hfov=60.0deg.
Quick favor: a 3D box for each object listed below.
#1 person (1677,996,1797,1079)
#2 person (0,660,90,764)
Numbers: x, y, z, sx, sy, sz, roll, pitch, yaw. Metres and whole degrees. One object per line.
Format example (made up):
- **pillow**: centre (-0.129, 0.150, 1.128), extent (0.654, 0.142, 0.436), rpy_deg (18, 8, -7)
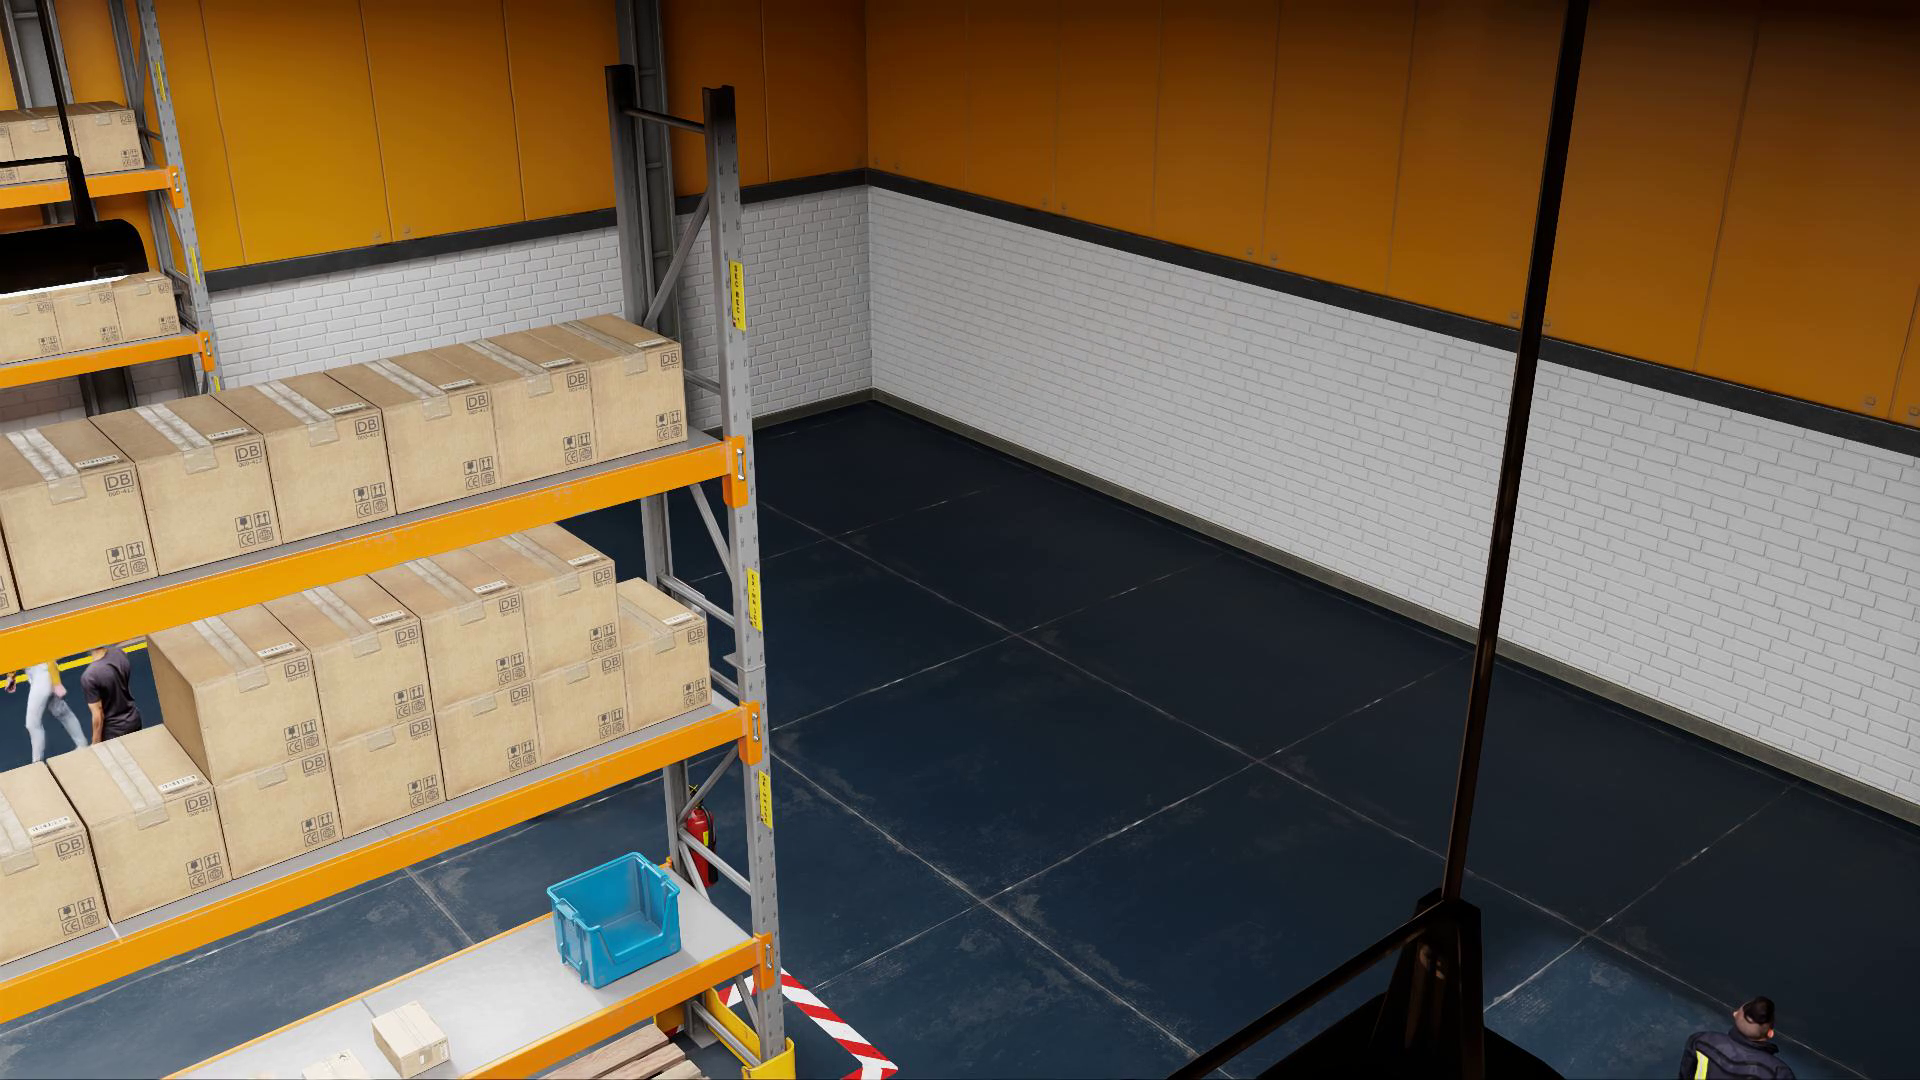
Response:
- **person**: centre (3.919, 3.063, 8.503), extent (0.796, 1.861, 0.735), rpy_deg (19, 30, 37)
- **person**: centre (-7.220, 1.066, 13.240), extent (0.748, 1.725, 0.989), rpy_deg (16, 29, 33)
